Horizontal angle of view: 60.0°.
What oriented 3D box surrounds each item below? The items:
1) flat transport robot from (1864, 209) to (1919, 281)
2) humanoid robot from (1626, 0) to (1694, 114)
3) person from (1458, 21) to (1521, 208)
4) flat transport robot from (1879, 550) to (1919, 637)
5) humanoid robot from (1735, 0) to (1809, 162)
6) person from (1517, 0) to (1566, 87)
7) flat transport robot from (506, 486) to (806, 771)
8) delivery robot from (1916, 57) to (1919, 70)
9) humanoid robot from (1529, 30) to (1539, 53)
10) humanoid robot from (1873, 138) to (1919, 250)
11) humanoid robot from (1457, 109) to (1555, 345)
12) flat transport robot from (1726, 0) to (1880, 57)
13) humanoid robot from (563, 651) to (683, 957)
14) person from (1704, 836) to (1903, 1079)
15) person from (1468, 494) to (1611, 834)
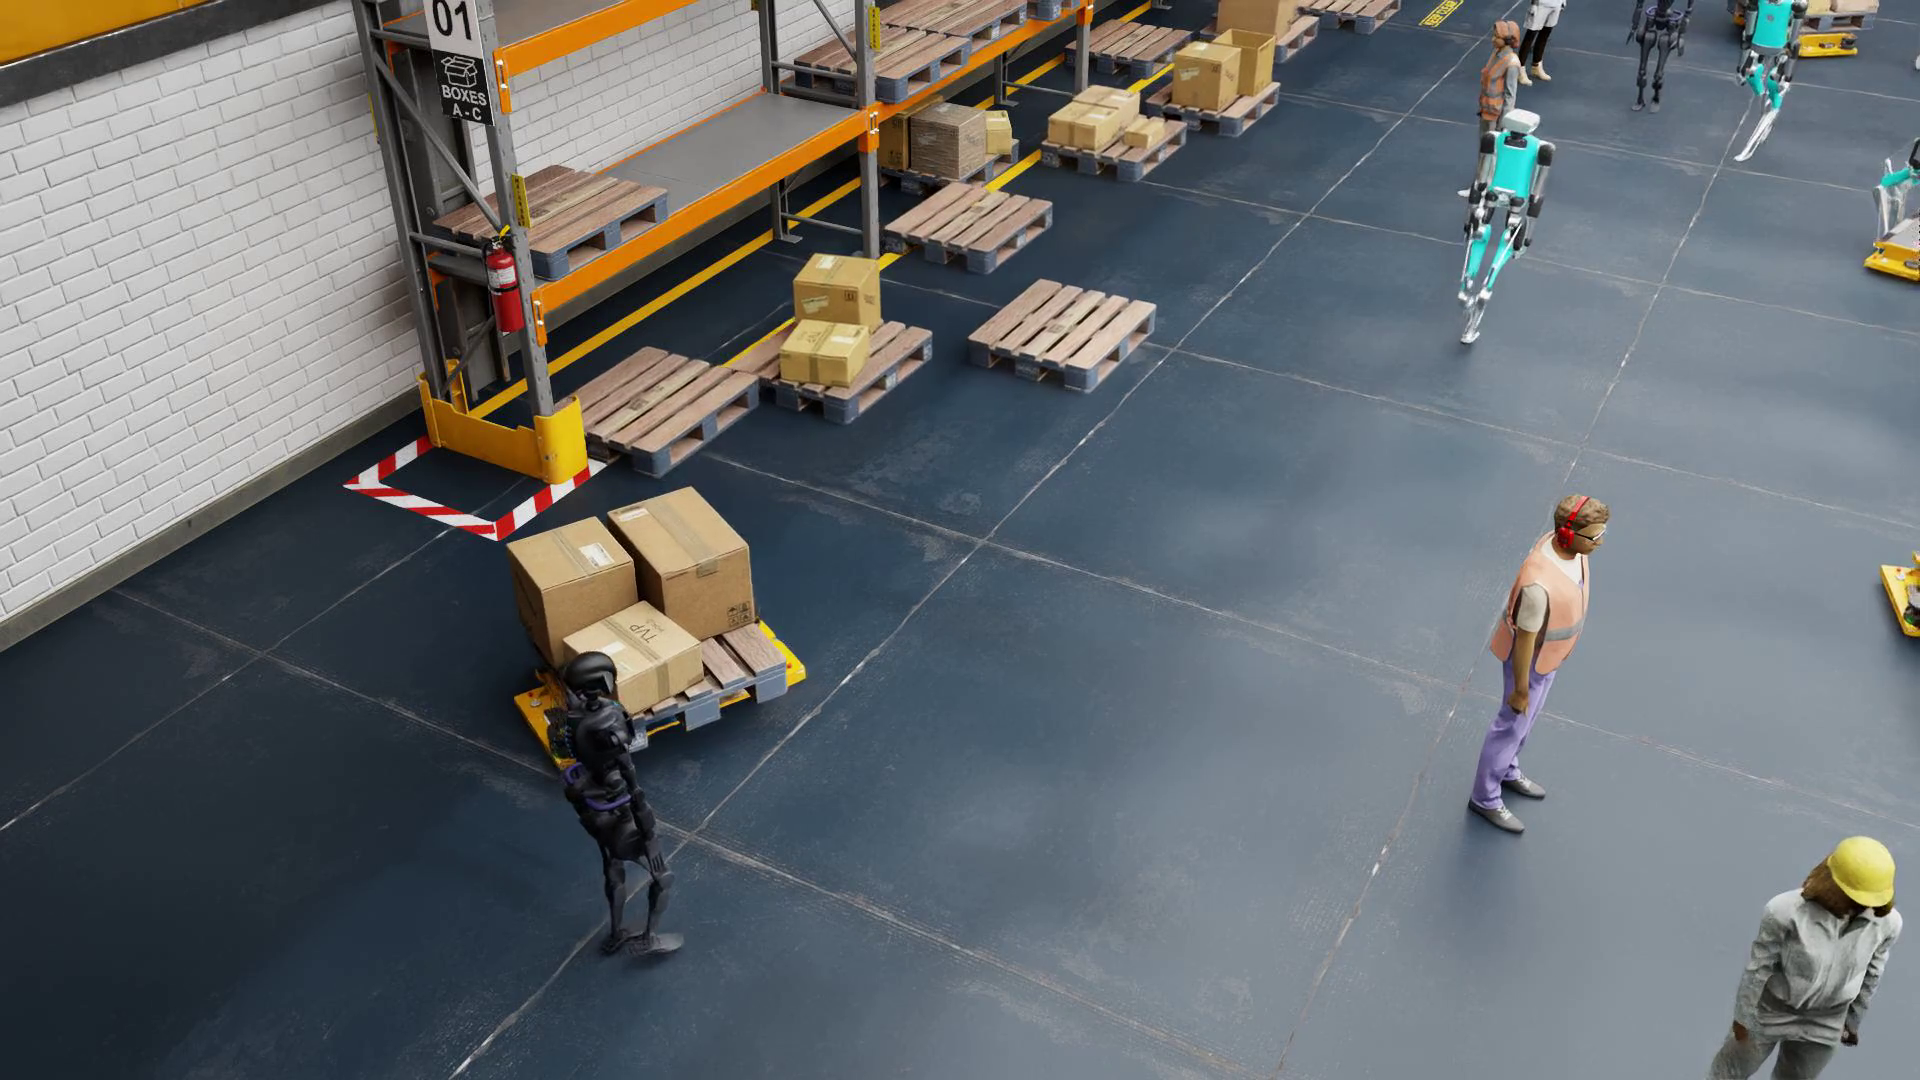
[{"bbox_3d":[8.170,-2.468,13.882,0.659,0.231,1.431,29,43,36],"label":"flat transport robot"},{"bbox_3d":[6.968,-5.082,16.560,0.589,1.637,0.364,24,40,31],"label":"humanoid robot"},{"bbox_3d":[4.662,-3.708,14.515,0.308,1.636,0.522,-2,34,-3],"label":"person"},{"bbox_3d":[6.140,0.396,9.549,1.431,0.231,0.659,7,34,11],"label":"flat transport robot"},{"bbox_3d":[7.630,-4.427,15.538,0.931,1.807,0.553,-27,42,-35],"label":"humanoid robot"},{"bbox_3d":[6.128,-5.614,17.343,0.536,1.698,0.321,-19,38,-26],"label":"person"},{"bbox_3d":[-1.619,0.761,8.997,1.431,0.231,0.659,-20,38,-27],"label":"flat transport robot"},{"bbox_3d":[10.624,-5.197,17.741,0.499,0.583,0.767,-5,34,-8],"label":"delivery robot"},{"bbox_3d":[6.417,-6.228,18.296,0.614,1.651,0.406,-4,34,-6],"label":"humanoid robot"},{"bbox_3d":[7.879,-3.187,13.616,0.533,1.762,0.716,-13,36,-18],"label":"humanoid robot"},{"bbox_3d":[3.882,-2.202,12.158,0.532,1.769,0.883,21,39,28],"label":"humanoid robot"},{"bbox_3d":[9.503,-5.800,18.924,0.659,0.231,1.431,-5,34,-7],"label":"flat transport robot"},{"bbox_3d":[-1.489,1.137,7.146,0.342,1.656,0.583,-25,41,-32],"label":"humanoid robot"},{"bbox_3d":[3.105,1.760,6.150,0.486,1.740,0.302,3,34,4],"label":"person"},{"bbox_3d":[2.709,0.562,7.879,0.376,1.838,0.562,20,39,28],"label":"person"}]
